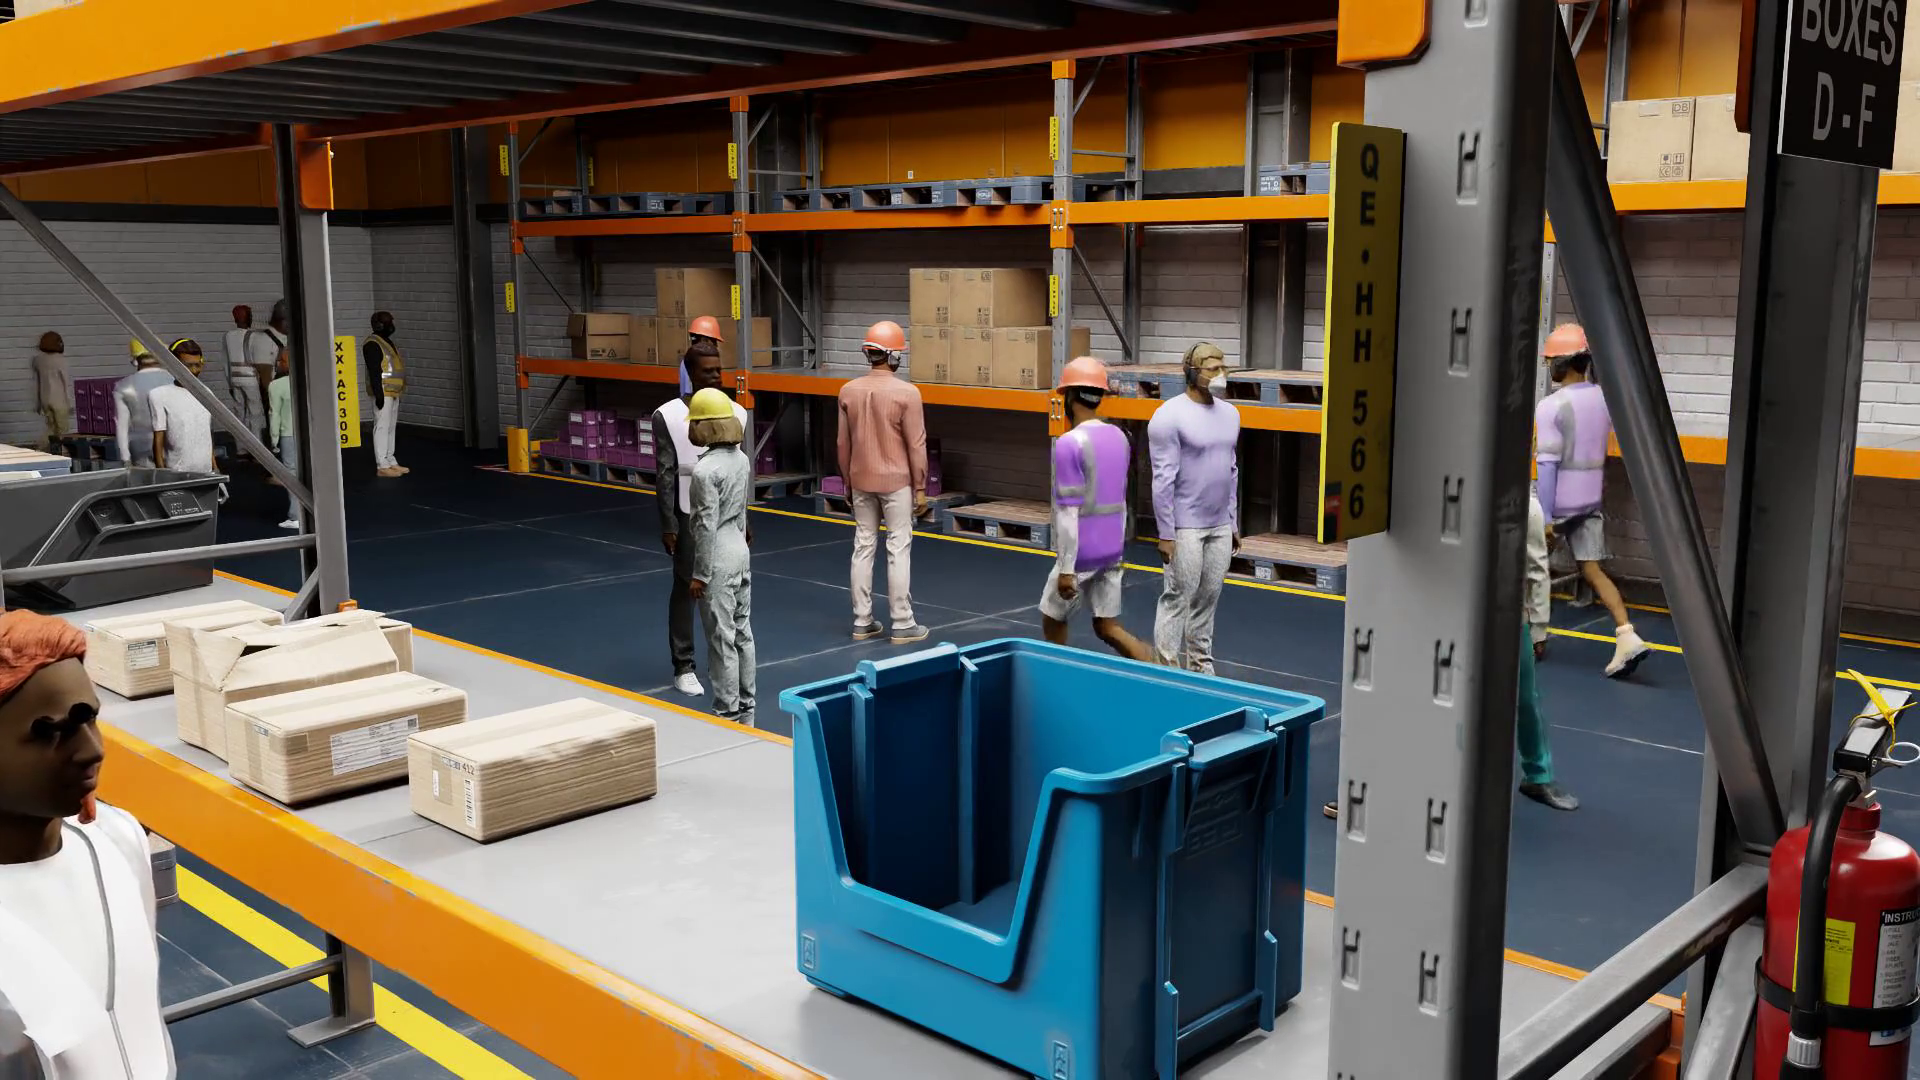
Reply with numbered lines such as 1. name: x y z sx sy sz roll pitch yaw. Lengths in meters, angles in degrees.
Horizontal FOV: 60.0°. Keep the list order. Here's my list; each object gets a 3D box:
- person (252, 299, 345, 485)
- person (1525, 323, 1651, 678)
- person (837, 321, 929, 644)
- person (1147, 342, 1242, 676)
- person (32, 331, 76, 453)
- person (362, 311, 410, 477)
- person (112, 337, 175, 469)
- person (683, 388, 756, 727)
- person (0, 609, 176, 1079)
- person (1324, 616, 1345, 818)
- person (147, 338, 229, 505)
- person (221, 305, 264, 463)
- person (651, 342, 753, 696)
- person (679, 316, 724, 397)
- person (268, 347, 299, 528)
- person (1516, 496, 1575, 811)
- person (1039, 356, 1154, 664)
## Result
1. person: -7.051 -1.571 17.643 0.965 2.000 0.695 5 11 28
2. person: 3.519 -0.224 9.486 0.605 2.017 0.958 -4 10 -25
3. person: -0.465 -0.352 10.309 0.622 1.994 0.381 5 11 28
4. person: 1.248 -0.063 8.712 0.631 1.940 0.372 -8 12 -42
5. person: -10.194 -1.532 18.702 0.502 1.623 0.405 3 10 19
6. person: -6.425 -1.635 18.643 0.429 1.846 0.626 0 9 -2
7. person: -6.378 -0.736 13.220 0.605 1.810 0.608 -6 11 -32
8. person: -1.192 0.124 8.167 0.299 1.743 0.486 2 10 15
9. person: -1.229 1.020 2.246 0.353 1.883 0.572 1 9 6
10. person: 1.793 0.237 6.795 0.368 1.963 0.603 -5 10 -27
11. person: -5.060 -0.390 10.951 0.328 1.865 0.521 4 10 22
12. person: -8.534 -1.861 19.910 0.573 1.883 0.356 3 10 20
13. person: -1.408 -0.123 9.141 0.392 1.919 0.592 9 13 44
14. person: -2.123 -0.888 13.805 0.373 1.928 0.543 -5 10 -28
15. person: -5.955 -0.919 14.930 0.287 1.626 0.497 7 11 36
16. person: 2.268 0.328 7.002 0.593 1.720 0.649 7 12 38
17. person: 0.697 0.058 8.126 0.868 1.902 0.548 7 11 36
